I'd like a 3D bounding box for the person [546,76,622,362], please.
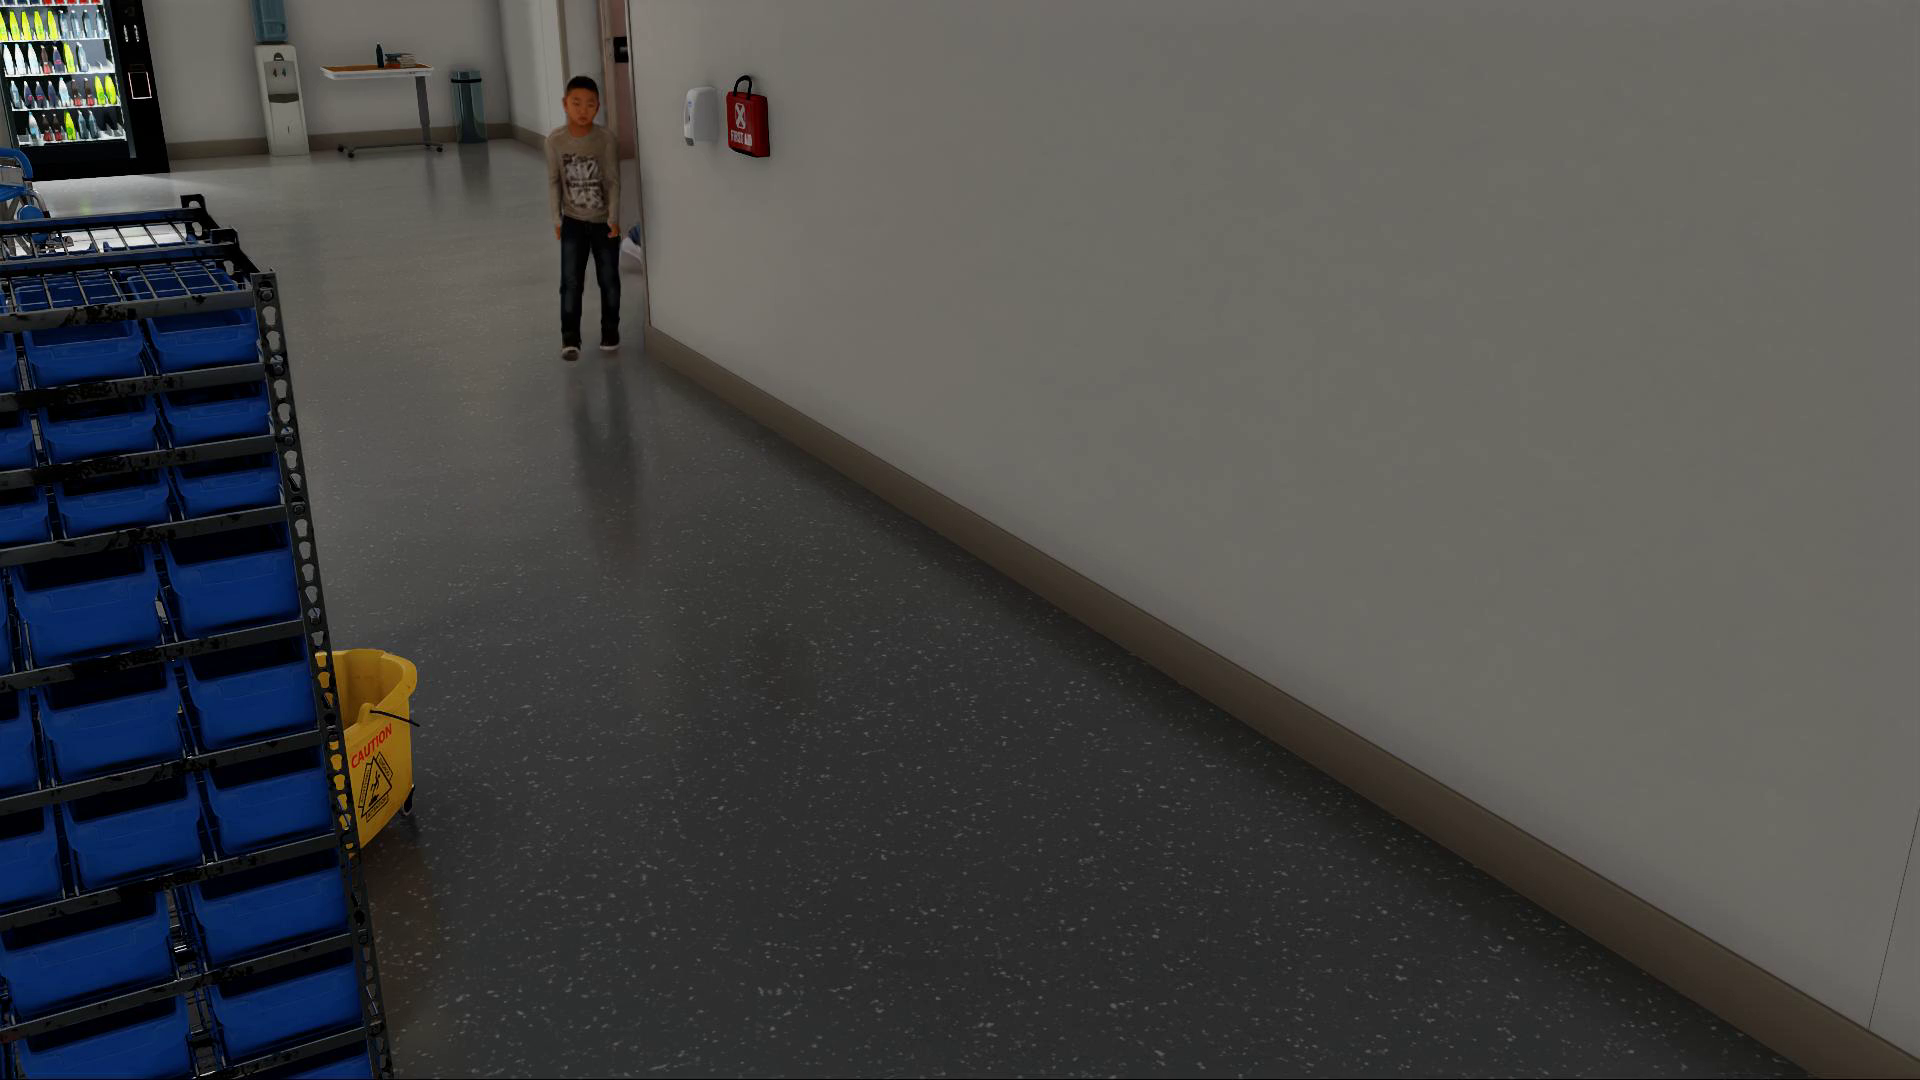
[{"bbox_3d":[-1.919,-1.679,8.735,0.933,1.435,0.843,-1,21,-3],"label":"person"}]
